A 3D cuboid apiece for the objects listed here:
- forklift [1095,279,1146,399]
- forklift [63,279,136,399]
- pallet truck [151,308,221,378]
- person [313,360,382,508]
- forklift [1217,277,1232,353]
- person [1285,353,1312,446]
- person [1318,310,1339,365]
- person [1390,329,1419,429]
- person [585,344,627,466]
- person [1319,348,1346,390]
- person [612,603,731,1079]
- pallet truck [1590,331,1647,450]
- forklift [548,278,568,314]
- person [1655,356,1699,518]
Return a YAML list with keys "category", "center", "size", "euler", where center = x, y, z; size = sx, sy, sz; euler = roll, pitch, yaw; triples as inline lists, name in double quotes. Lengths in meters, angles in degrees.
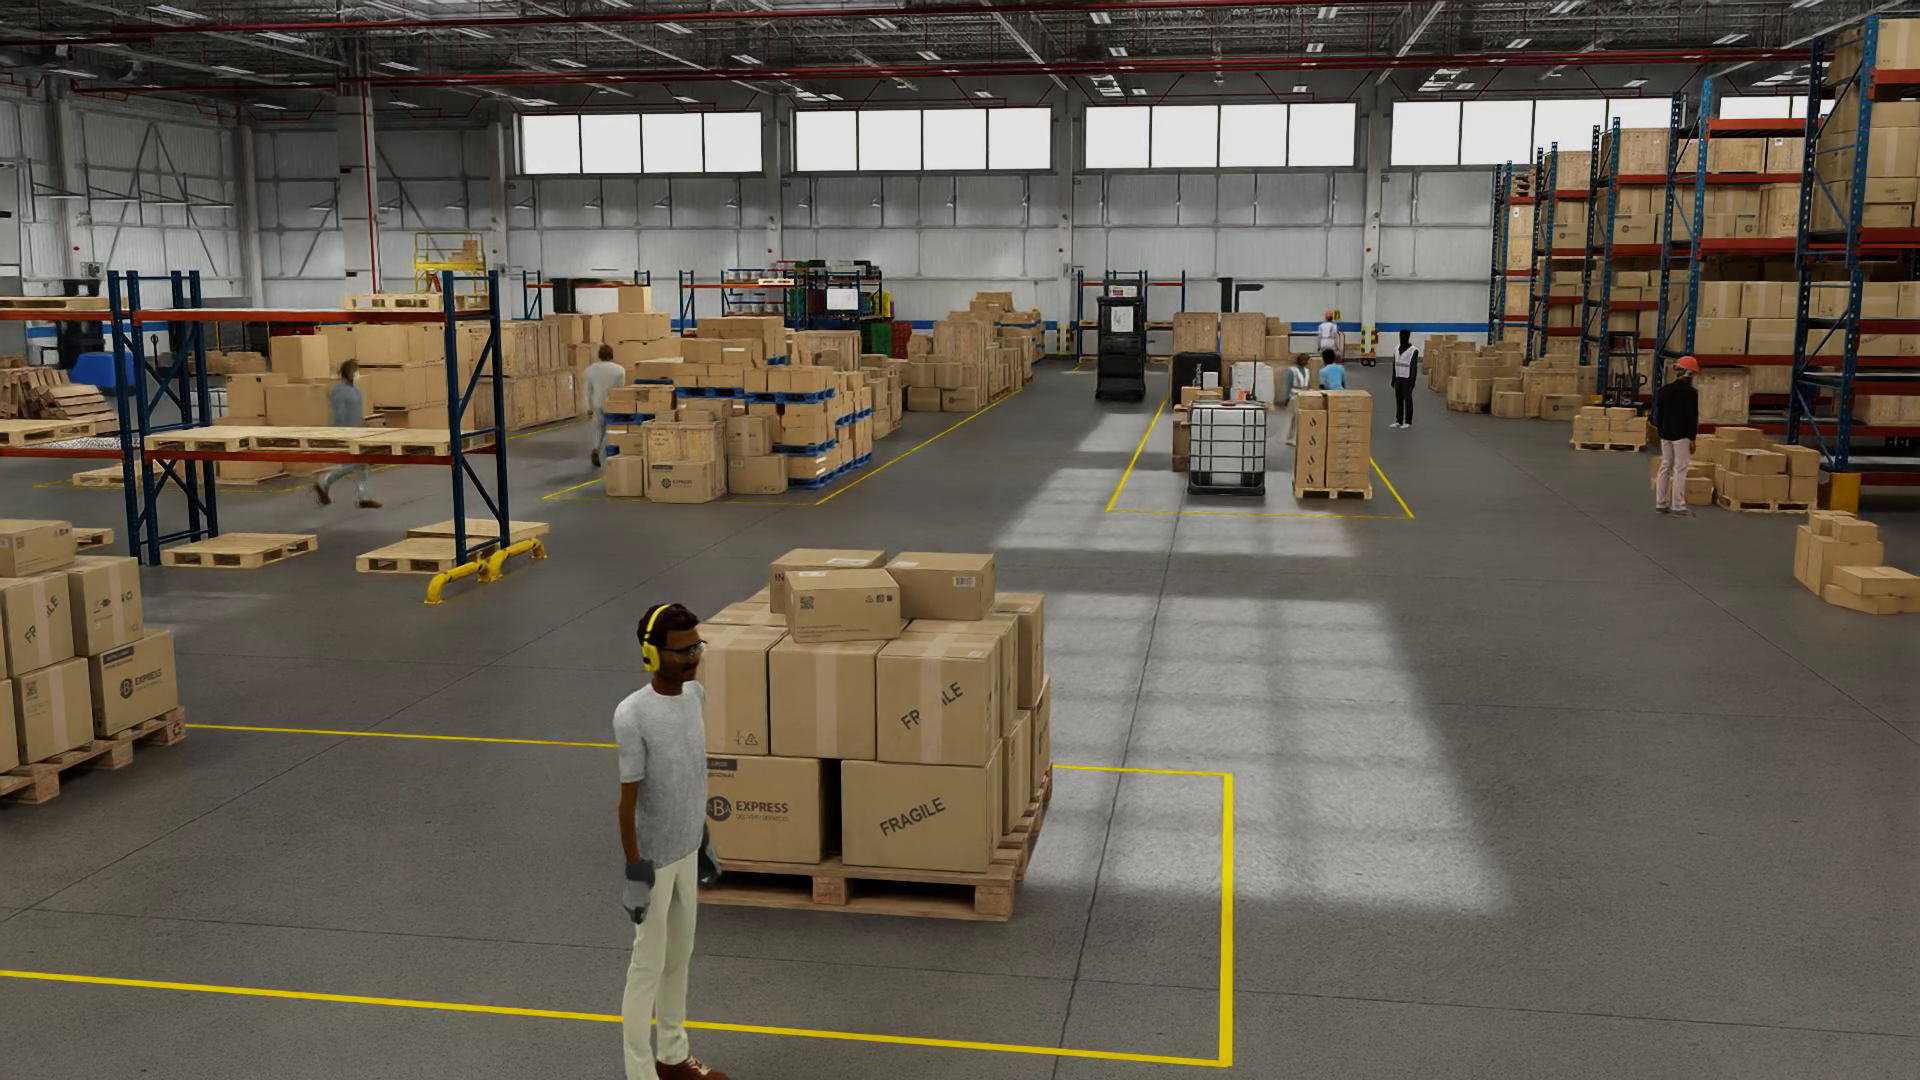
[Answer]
- category: "forklift"
  center: [3.852, -4.801, 39.524]
  size: [1.129, 2.768, 1.873]
  euler: [1, 9, 8]
- category: "forklift"
  center: [-20.561, -4.745, 39.179]
  size: [1.873, 2.768, 1.129]
  euler: [1, 9, 9]
- category: "pallet truck"
  center: [-21.869, -5.598, 47.154]
  size: [0.823, 1.965, 1.885]
  euler: [4, 10, 26]
- category: "person"
  center: [-7.817, -1.338, 21.150]
  size: [0.750, 1.918, 0.630]
  euler: [1, 9, 6]
- category: "forklift"
  center: [7.709, -6.237, 48.381]
  size: [1.873, 2.768, 1.129]
  euler: [1, 9, 9]
- category: "person"
  center: [5.889, -2.411, 28.649]
  size: [0.530, 1.609, 0.682]
  euler: [-7, 12, -38]
- category: "person"
  center: [10.261, -5.428, 46.336]
  size: [0.557, 1.919, 0.452]
  euler: [8, 12, 40]
- category: "person"
  center: [8.565, -3.100, 32.025]
  size: [0.397, 1.911, 0.587]
  euler: [-5, 11, -30]
- category: "person"
  center: [-5.380, -2.020, 25.317]
  size: [0.632, 1.923, 0.530]
  euler: [1, 9, 9]
- category: "person"
  center: [6.552, -2.518, 29.139]
  size: [0.535, 1.675, 0.587]
  euler: [-3, 10, -17]
- category: "person"
  center: [-1.036, 1.140, 5.993]
  size: [0.330, 1.872, 0.512]
  euler: [4, 10, 24]
- category: "pallet truck"
  center: [11.253, -2.573, 28.499]
  size: [0.823, 1.965, 1.885]
  euler: [5, 10, 27]
- category: "forklift"
  center: [-10.878, -5.731, 45.263]
  size: [1.873, 2.768, 1.129]
  euler: [-3, 10, -18]
- category: "person"
  center: [8.854, -1.268, 20.477]
  size: [0.403, 1.988, 0.619]
  euler: [-3, 10, -17]
